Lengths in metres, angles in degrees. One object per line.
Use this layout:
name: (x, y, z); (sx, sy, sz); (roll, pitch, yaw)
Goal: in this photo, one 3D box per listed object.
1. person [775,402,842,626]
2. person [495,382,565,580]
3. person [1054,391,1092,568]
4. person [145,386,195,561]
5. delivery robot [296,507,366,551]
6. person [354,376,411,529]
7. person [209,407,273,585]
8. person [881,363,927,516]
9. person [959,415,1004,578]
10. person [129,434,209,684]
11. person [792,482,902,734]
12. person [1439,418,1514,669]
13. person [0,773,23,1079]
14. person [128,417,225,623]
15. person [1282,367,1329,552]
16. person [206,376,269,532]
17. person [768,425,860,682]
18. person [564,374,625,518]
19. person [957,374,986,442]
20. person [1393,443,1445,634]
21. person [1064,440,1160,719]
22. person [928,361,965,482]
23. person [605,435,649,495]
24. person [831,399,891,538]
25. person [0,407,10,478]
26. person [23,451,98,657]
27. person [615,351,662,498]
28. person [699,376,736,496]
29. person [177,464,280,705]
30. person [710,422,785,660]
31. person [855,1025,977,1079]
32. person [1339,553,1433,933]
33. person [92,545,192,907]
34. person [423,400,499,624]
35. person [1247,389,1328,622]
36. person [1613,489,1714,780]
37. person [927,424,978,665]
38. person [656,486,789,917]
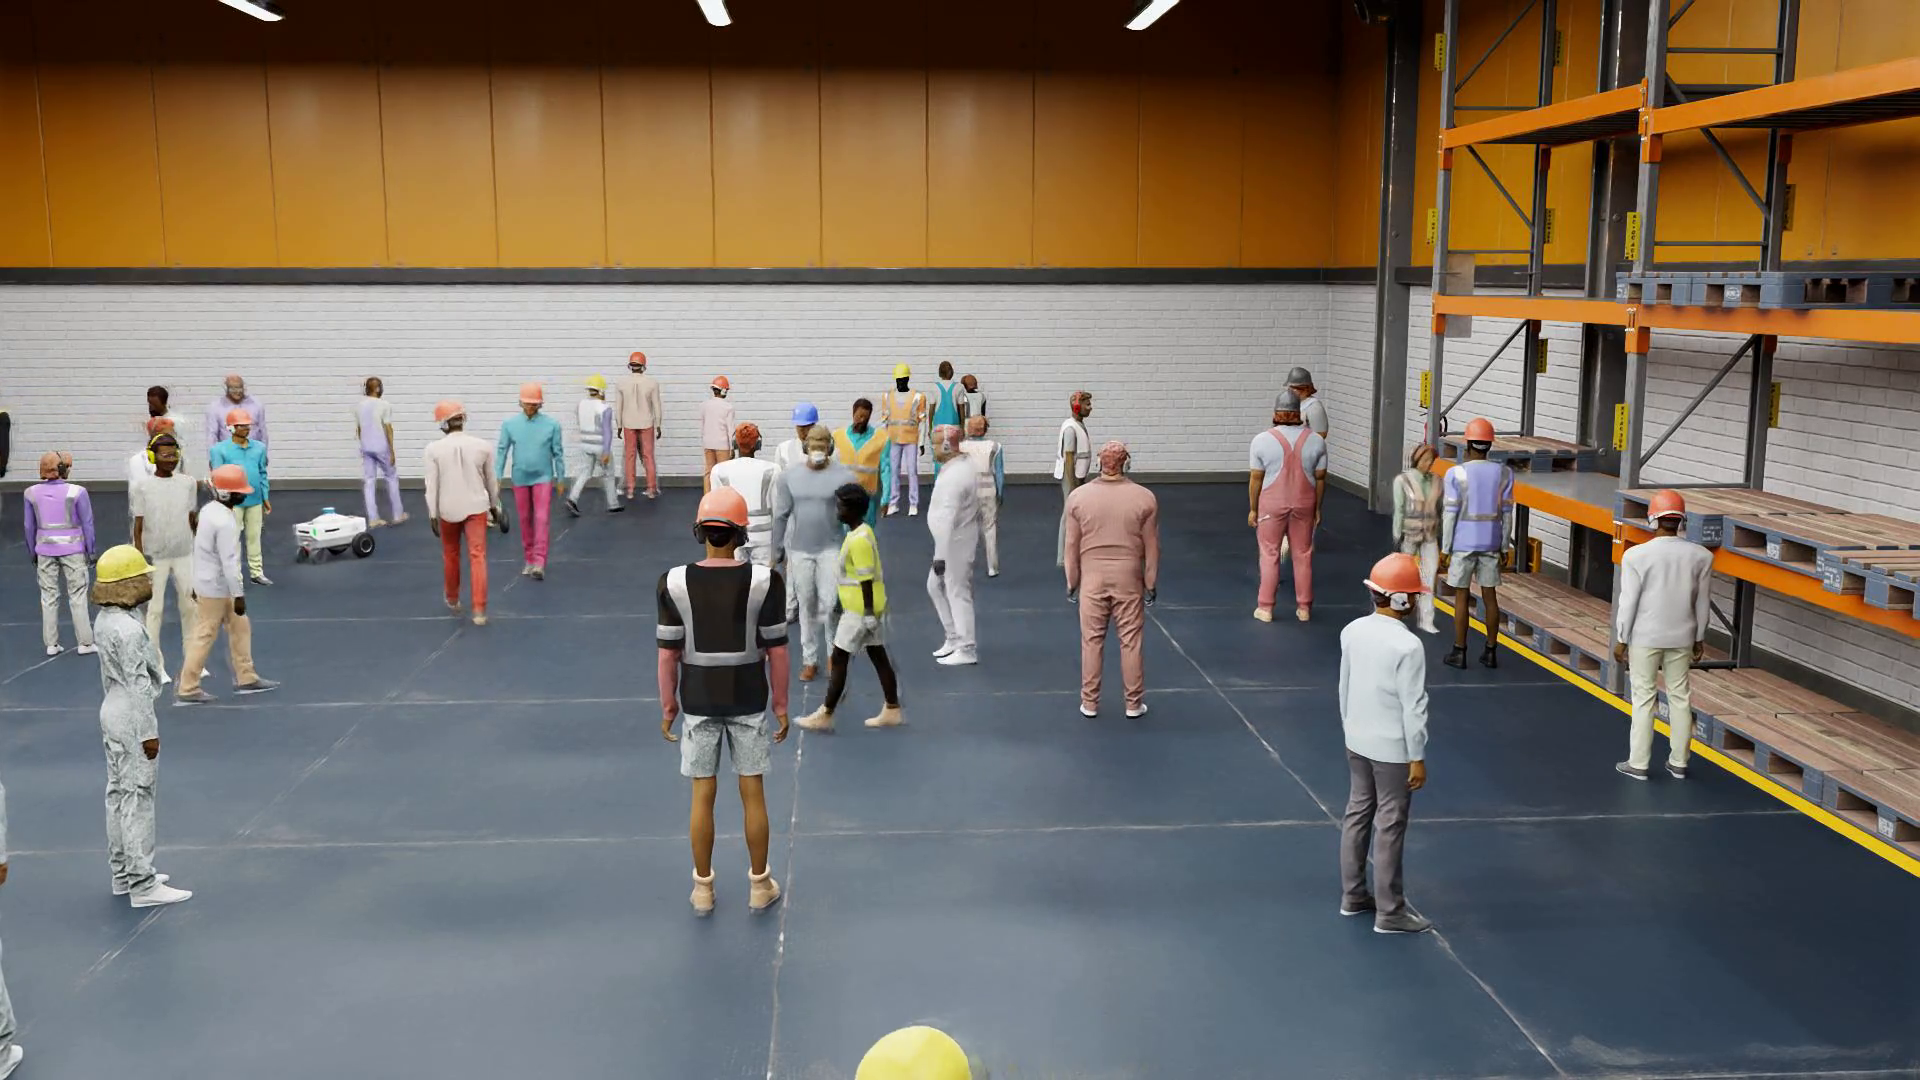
person: (-1.317, -0.223, 14.357); (0.614, 1.943, 0.405); (1, 9, 9)
person: (-4.285, -0.574, 16.515); (0.652, 1.951, 0.922); (-1, 9, -6)
person: (1.168, -0.618, 17.176); (0.380, 1.838, 0.560); (2, 9, 15)
person: (-8.345, -0.653, 17.276); (0.625, 1.866, 0.954); (7, 12, 38)
delivery robot: (-6.678, -0.103, 17.663); (0.477, 0.478, 0.707); (5, 11, 30)
person: (-6.976, -1.068, 20.050); (0.523, 1.812, 0.749); (2, 9, 10)
person: (-6.933, -0.405, 16.082); (0.320, 1.755, 0.570); (7, 11, 36)
person: (-0.717, -1.263, 20.942); (0.594, 1.926, 0.366); (2, 9, 14)
person: (0.183, -0.433, 16.641); (0.523, 1.636, 0.310); (-1, 9, -4)
person: (-5.883, 0.134, 12.388); (0.317, 1.862, 0.513); (8, 12, 43)
person: (-0.757, 0.454, 10.990); (0.809, 1.665, 0.543); (0, 9, 0)
person: (3.959, 0.027, 12.810); (0.552, 1.935, 0.373); (-1, 9, -4)
person: (-3.802, 1.183, 6.165); (0.488, 1.740, 0.319); (-5, 10, -26)
person: (-6.832, -0.141, 14.245); (1.022, 1.824, 0.569); (3, 10, 19)
person: (3.675, -0.876, 18.159); (0.536, 2.000, 0.676); (-3, 10, -18)
person: (-8.420, -0.984, 19.418); (0.676, 1.851, 1.004); (-5, 10, -27)
person: (-1.083, 0.107, 12.351); (0.679, 1.925, 0.440); (2, 9, 11)
person: (-4.586, -1.173, 20.789); (0.590, 1.807, 0.860); (5, 10, 28)
person: (0.154, -1.510, 23.394); (0.513, 1.640, 0.309); (-8, 12, -39)
person: (3.873, -0.035, 14.176); (0.517, 1.616, 0.589); (-2, 9, -14)
person: (1.037, 0.273, 11.363); (0.644, 1.907, 0.400); (1, 9, 9)
person: (-0.188, -1.557, 23.057); (0.517, 1.841, 0.325); (-1, 9, -4)
person: (-4.502, -1.401, 22.861); (0.613, 1.623, 0.508); (3, 10, 18)
person: (-0.956, -0.405, 15.761); (0.614, 1.858, 1.019); (1, 9, 6)
person: (-11.098, -0.881, 18.875); (0.642, 1.822, 0.434); (0, 9, 1)
person: (-7.130, 0.114, 13.206); (0.523, 1.636, 0.310); (-1, 9, -4)
person: (-4.359, -1.558, 22.586); (0.623, 1.992, 0.396); (-1, 9, -4)
person: (-3.072, -1.228, 21.311); (0.557, 1.743, 0.360); (6, 11, 32)
person: (-5.193, 0.312, 11.758); (0.790, 1.696, 0.566); (-5, 10, -28)
person: (-1.659, 0.016, 13.050); (0.585, 1.882, 0.337); (-1, 9, -4)
person: (-0.043, 1.682, 3.003); (0.547, 1.749, 0.424); (7, 11, 38)
person: (1.984, 0.929, 7.718); (0.335, 1.753, 0.563); (-4, 10, -21)
person: (-3.971, 0.887, 8.014); (0.290, 1.746, 0.487); (-8, 12, -42)
person: (-4.383, -0.267, 14.665); (0.639, 1.925, 1.056); (-4, 10, -22)
person: (2.840, -0.308, 14.589); (0.688, 2.000, 0.536); (-1, 9, -4)
person: (4.207, 0.565, 10.010); (0.573, 1.749, 0.342); (-1, 9, -4)
person: (-0.086, 0.046, 12.861); (0.516, 1.884, 0.677); (1, 9, 6)
person: (-1.114, 0.760, 7.880); (0.615, 2.040, 0.391); (-1, 9, -4)
